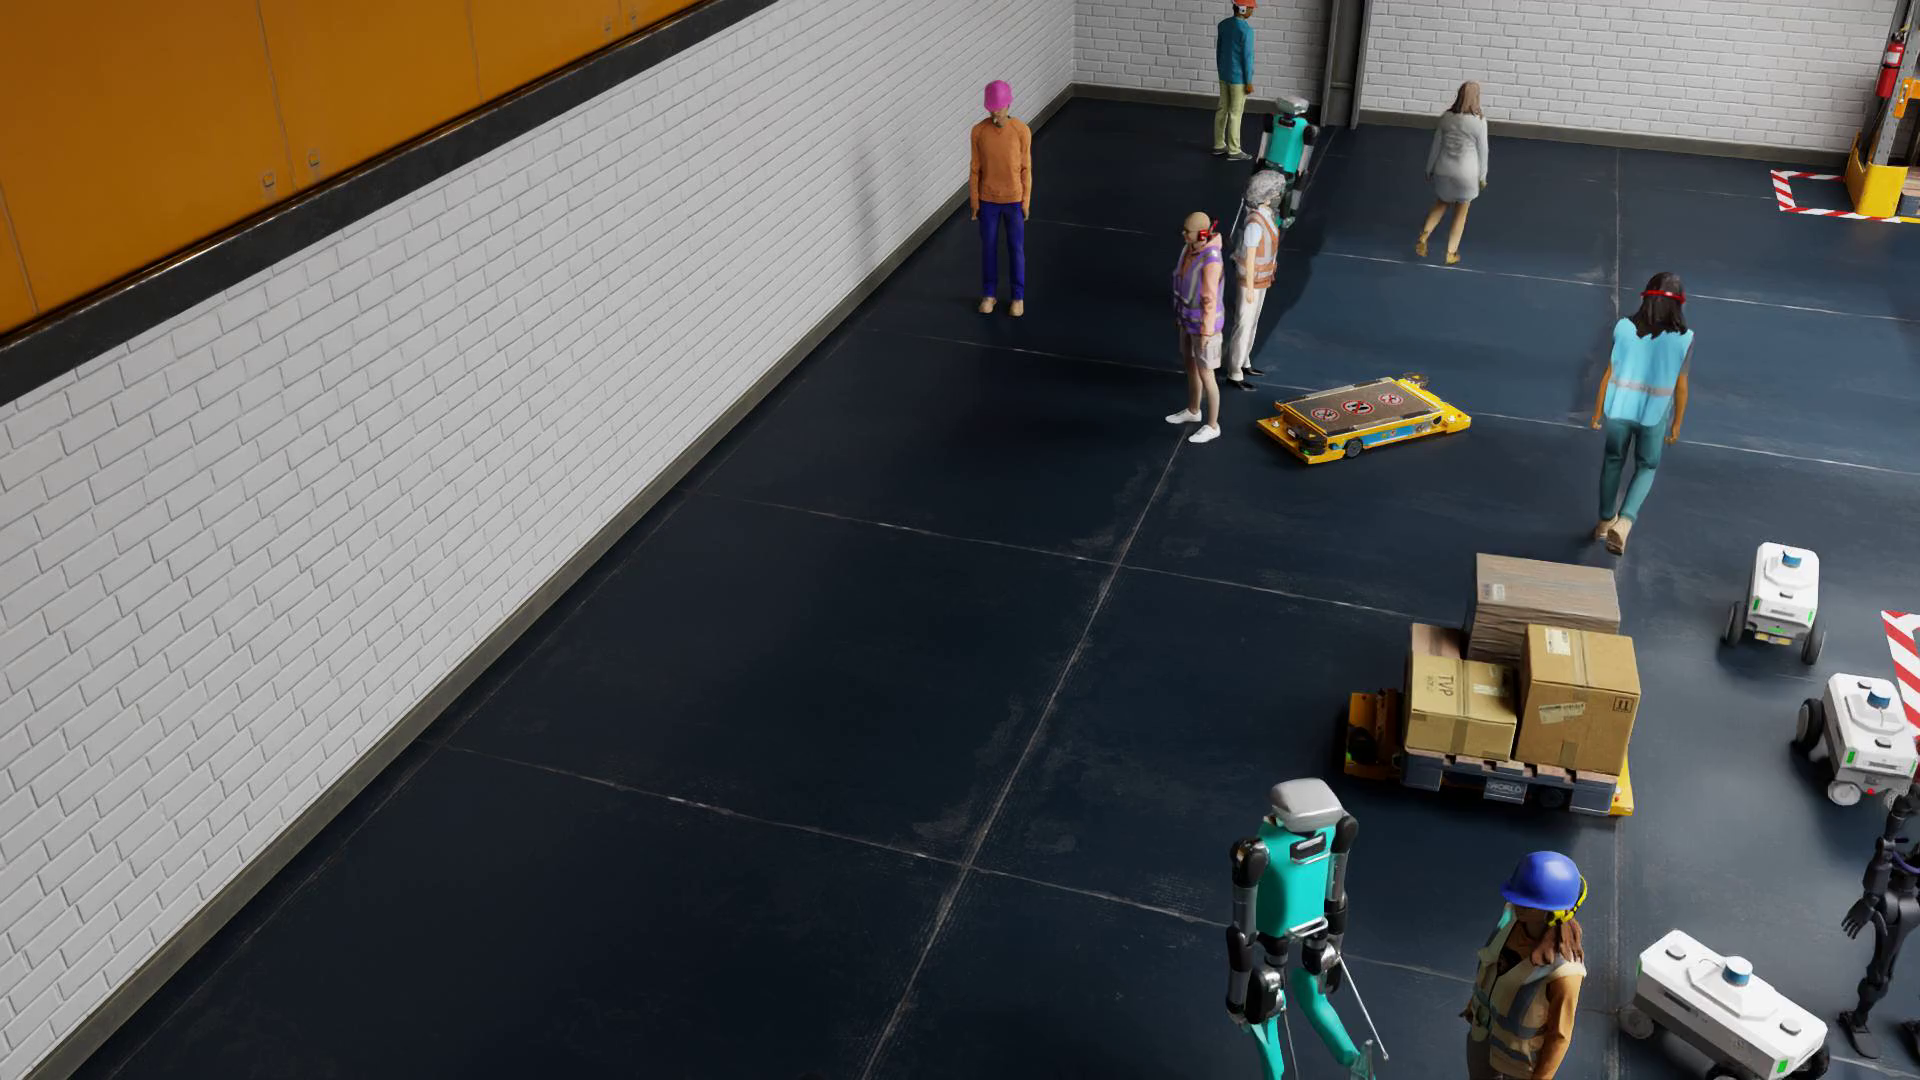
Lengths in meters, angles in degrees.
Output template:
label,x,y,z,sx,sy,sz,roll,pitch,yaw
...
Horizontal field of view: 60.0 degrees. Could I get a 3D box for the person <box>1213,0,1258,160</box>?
label,x,y,z,sx,sy,sz,roll,pitch,yaw
person,2.910,-4.891,17.487,0.335,1.744,0.560,-14,33,-23

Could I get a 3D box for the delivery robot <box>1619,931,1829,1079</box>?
label,x,y,z,sx,sy,sz,roll,pitch,yaw
delivery robot,3.203,2.013,6.938,0.499,0.614,0.808,-21,36,-31

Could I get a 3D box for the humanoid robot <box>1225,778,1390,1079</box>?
label,x,y,z,sx,sy,sz,roll,pitch,yaw
humanoid robot,1.364,1.798,6.169,0.543,1.768,1.005,-15,34,-24

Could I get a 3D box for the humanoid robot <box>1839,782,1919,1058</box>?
label,x,y,z,sx,sy,sz,roll,pitch,yaw
humanoid robot,3.945,1.451,6.757,0.609,1.649,0.368,0,30,-1

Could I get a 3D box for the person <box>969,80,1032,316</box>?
label,x,y,z,sx,sy,sz,roll,pitch,yaw
person,0.329,-2.822,13.754,0.519,1.972,0.404,5,31,8

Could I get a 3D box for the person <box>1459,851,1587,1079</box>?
label,x,y,z,sx,sy,sz,roll,pitch,yaw
person,1.990,1.824,6.031,0.311,1.778,0.470,-8,31,-13

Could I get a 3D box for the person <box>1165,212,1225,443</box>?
label,x,y,z,sx,sy,sz,roll,pitch,yaw
person,1.685,-1.521,11.822,0.357,1.682,0.499,-10,32,-17

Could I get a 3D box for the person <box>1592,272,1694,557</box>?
label,x,y,z,sx,sy,sz,roll,pitch,yaw
person,4.203,-0.757,10.355,0.521,1.852,0.653,17,35,27

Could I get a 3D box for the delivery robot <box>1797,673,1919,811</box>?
label,x,y,z,sx,sy,sz,roll,pitch,yaw
delivery robot,4.695,1.017,8.632,0.504,0.614,0.785,8,31,14

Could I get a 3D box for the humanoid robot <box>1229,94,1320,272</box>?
label,x,y,z,sx,sy,sz,roll,pitch,yaw
humanoid robot,2.516,-2.759,13.898,0.821,1.799,0.552,-25,39,-36

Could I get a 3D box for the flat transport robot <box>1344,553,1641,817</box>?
label,x,y,z,sx,sy,sz,roll,pitch,yaw
flat transport robot,2.779,1.085,8.780,1.431,0.231,0.659,7,31,12

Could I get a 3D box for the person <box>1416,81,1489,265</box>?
label,x,y,z,sx,sy,sz,roll,pitch,yaw
person,4.391,-3.243,14.773,0.517,1.643,0.451,23,38,34

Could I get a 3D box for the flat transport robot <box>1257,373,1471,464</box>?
label,x,y,z,sx,sy,sz,roll,pitch,yaw
flat transport robot,2.953,-0.890,12.140,1.431,0.231,0.659,-13,33,-21

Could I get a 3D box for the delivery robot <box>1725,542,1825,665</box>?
label,x,y,z,sx,sy,sz,roll,pitch,yaw
delivery robot,4.824,0.334,9.769,0.499,0.589,0.784,13,33,21

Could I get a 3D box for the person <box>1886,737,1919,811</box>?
label,x,y,z,sx,sy,sz,roll,pitch,yaw
person,4.876,0.764,7.883,0.522,1.724,0.892,3,31,5

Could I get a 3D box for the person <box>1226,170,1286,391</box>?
label,x,y,z,sx,sy,sz,roll,pitch,yaw
person,2.239,-1.969,12.569,0.299,1.688,0.454,12,33,20
